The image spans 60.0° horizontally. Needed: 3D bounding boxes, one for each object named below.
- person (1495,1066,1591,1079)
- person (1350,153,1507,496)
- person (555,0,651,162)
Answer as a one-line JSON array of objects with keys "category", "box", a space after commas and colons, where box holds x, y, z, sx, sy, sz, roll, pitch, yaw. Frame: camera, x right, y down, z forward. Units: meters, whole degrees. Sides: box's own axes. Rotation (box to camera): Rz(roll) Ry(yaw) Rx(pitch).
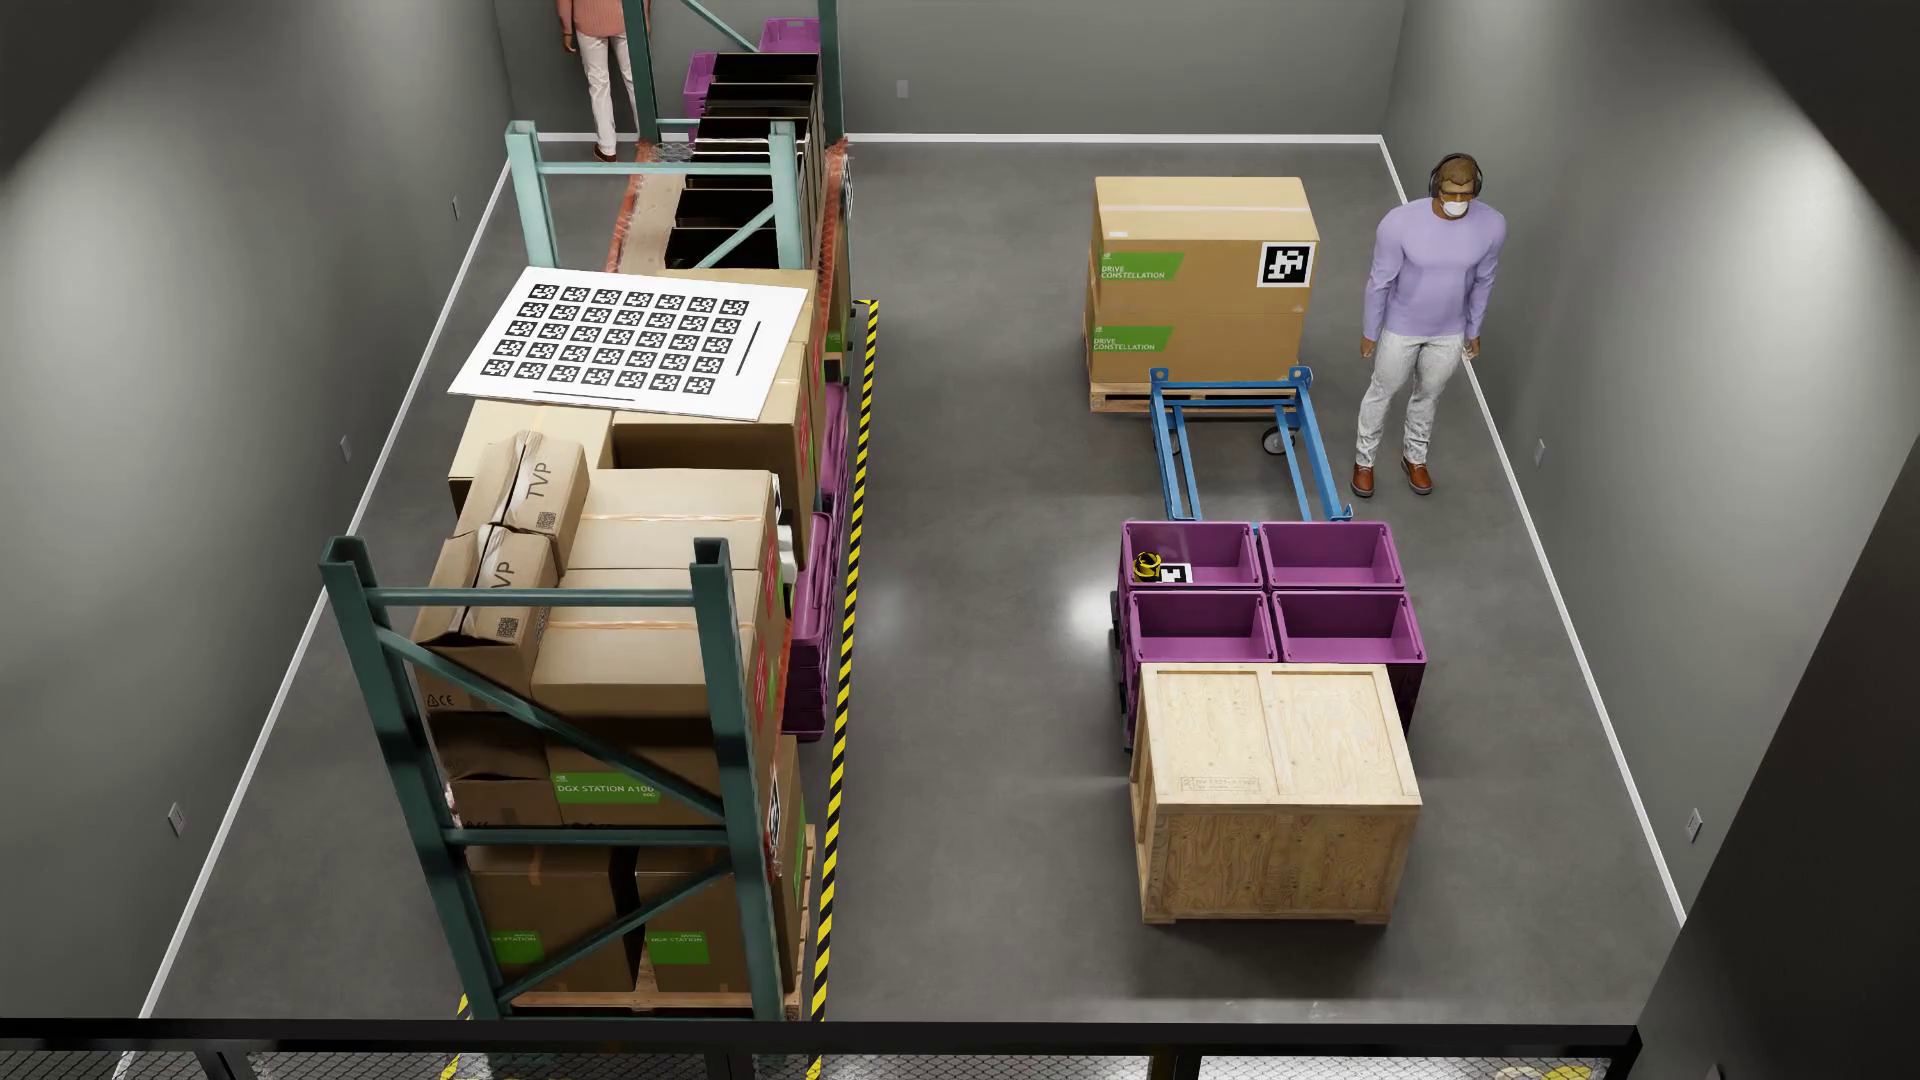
[{"category": "person", "box": [1.602, 2.072, 4.830, 0.404, 1.833, 0.592, 5, 41, 6]}, {"category": "person", "box": [2.315, -1.059, 8.321, 0.636, 1.939, 0.363, -2, 41, -2]}, {"category": "person", "box": [-2.349, -3.439, 10.993, 0.622, 1.992, 0.396, -16, 44, -18]}]
